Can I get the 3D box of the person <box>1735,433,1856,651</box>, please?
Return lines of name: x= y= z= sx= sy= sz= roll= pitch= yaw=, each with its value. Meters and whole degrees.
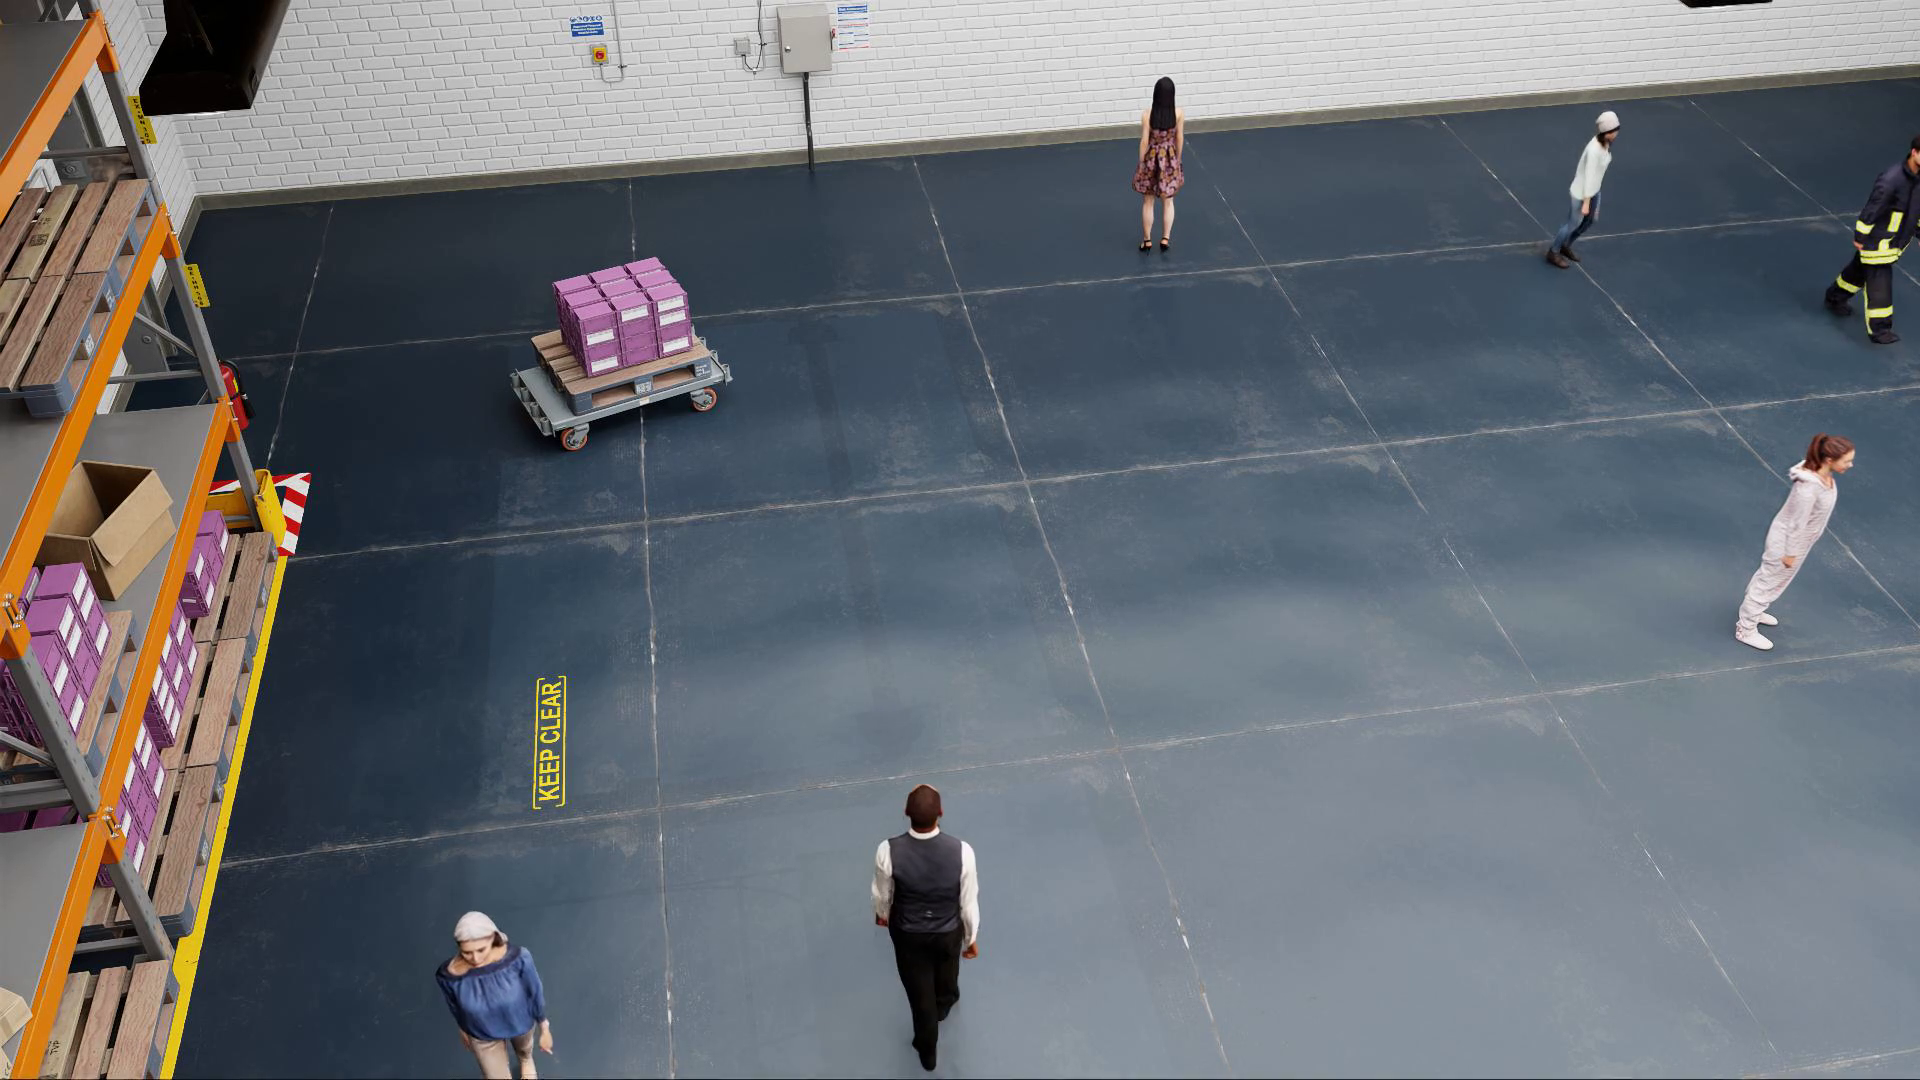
person: x=5.675 y=-0.032 z=11.376 sx=0.789 sy=1.689 sz=0.710 roll=19 pitch=43 yaw=23

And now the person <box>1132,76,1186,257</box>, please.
person: x=1.880 y=-3.521 z=15.677 sx=0.664 sy=1.774 sz=0.666 roll=-4 pitch=39 yaw=-5

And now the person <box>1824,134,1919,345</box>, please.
person: x=8.078 y=-2.719 z=14.596 sx=0.906 sy=1.869 sz=1.237 roll=-12 pitch=40 yaw=-14

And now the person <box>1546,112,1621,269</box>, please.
person: x=5.776 y=-3.261 z=15.480 sx=0.788 sy=1.612 sz=0.731 roll=16 pitch=41 yaw=19

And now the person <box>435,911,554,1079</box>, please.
person: x=-2.297 y=2.391 z=8.375 sx=0.733 sy=1.648 sz=1.146 roll=-12 pitch=40 yaw=-14

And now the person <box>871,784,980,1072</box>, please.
person: x=-0.172 y=2.071 z=8.577 sx=0.783 sy=1.896 sz=0.892 roll=-1 pitch=39 yaw=-2
